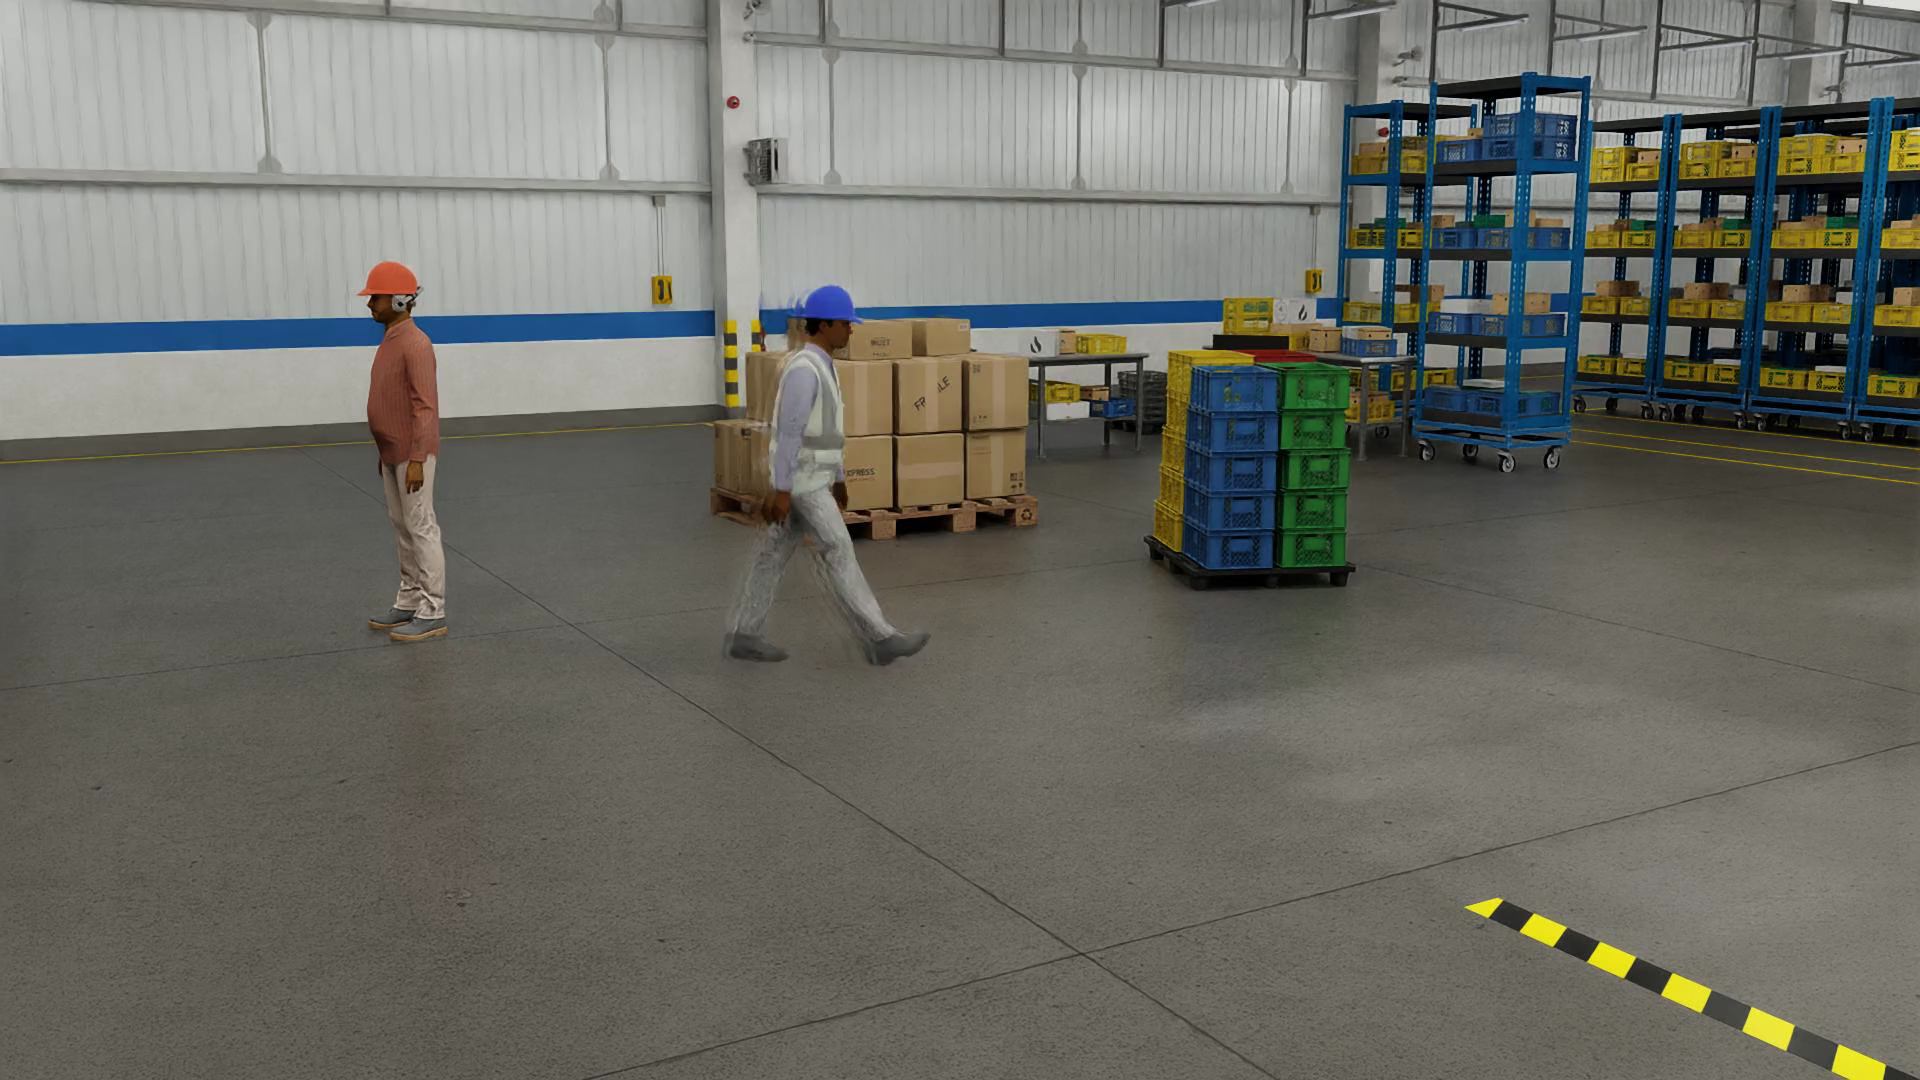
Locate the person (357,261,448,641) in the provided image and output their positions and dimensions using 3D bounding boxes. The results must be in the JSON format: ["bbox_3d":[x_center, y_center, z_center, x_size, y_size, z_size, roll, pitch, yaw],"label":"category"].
[{"bbox_3d":[-2.959,-0.471,8.845,0.376,1.995,0.612,-7,12,-36],"label":"person"}]

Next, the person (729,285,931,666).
[{"bbox_3d":[-0.688,-0.304,8.208,1.047,1.878,0.623,0,10,2],"label":"person"}]
